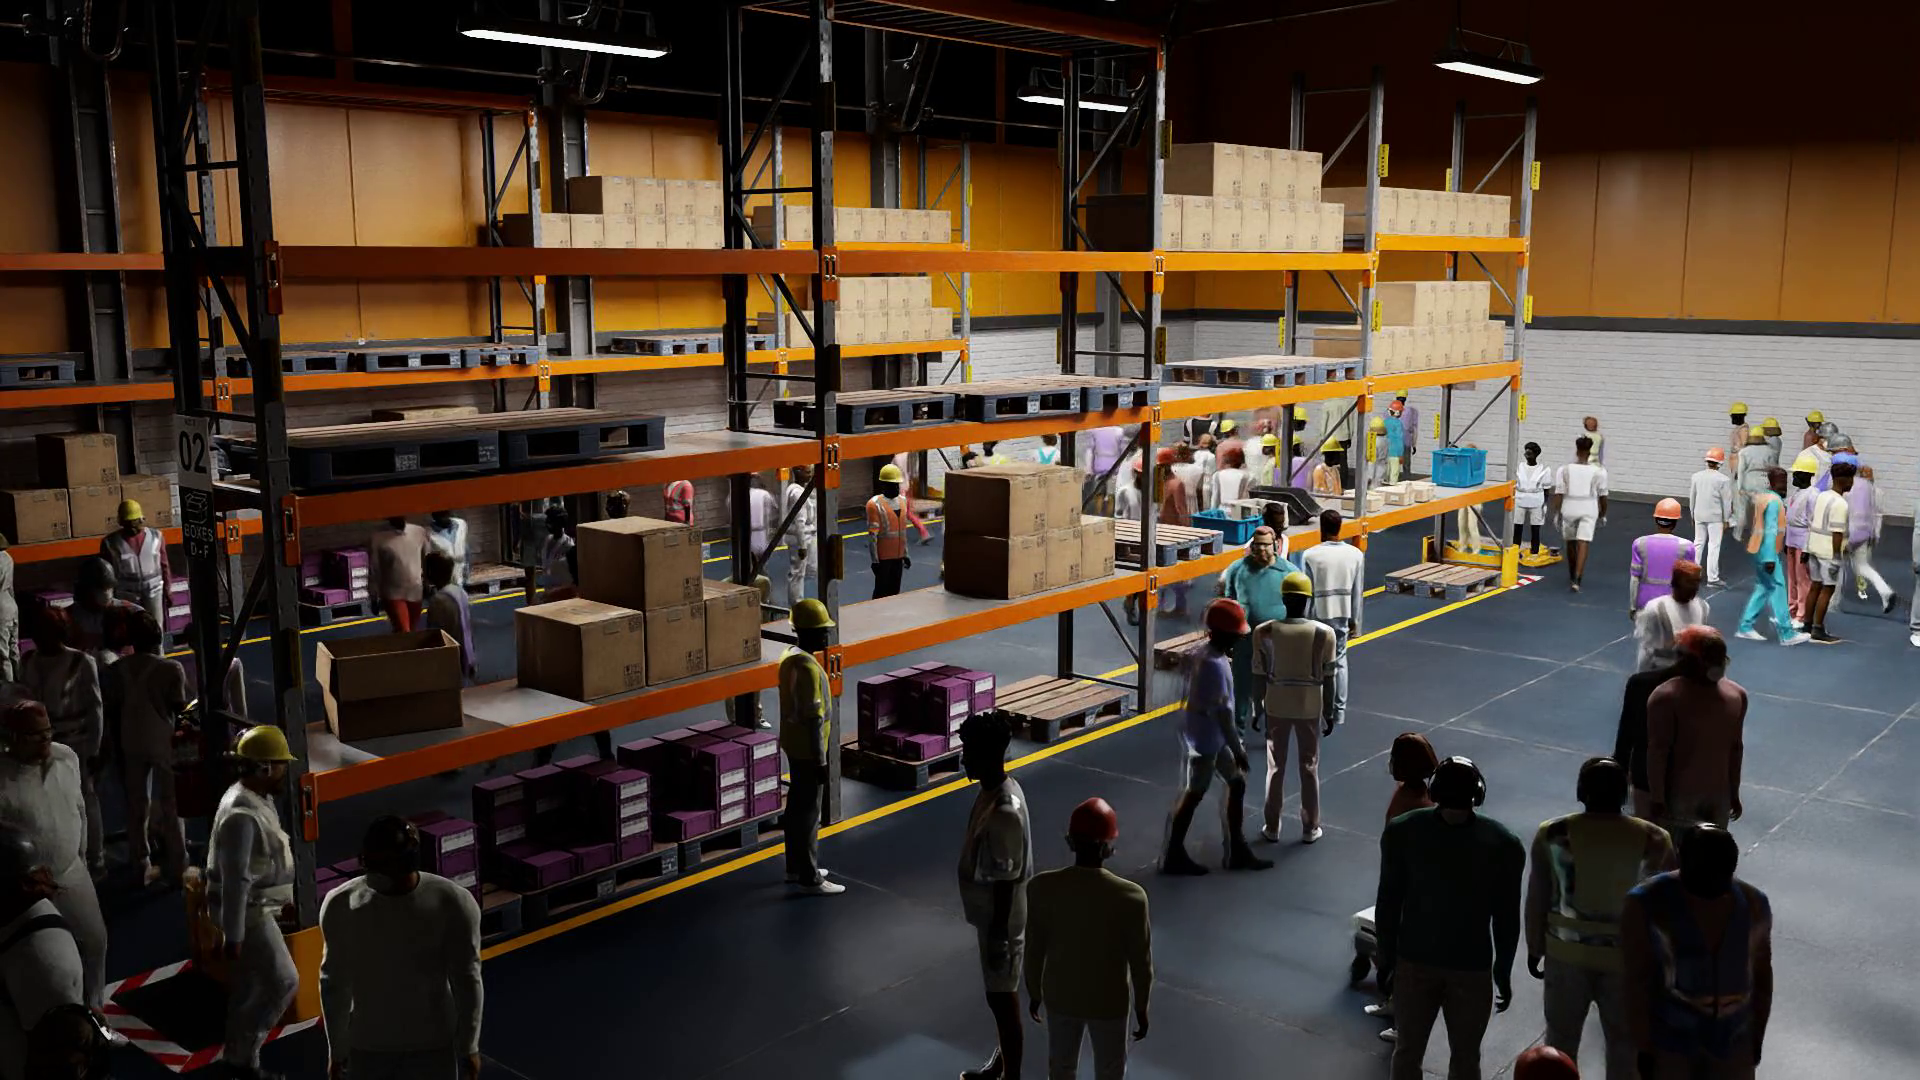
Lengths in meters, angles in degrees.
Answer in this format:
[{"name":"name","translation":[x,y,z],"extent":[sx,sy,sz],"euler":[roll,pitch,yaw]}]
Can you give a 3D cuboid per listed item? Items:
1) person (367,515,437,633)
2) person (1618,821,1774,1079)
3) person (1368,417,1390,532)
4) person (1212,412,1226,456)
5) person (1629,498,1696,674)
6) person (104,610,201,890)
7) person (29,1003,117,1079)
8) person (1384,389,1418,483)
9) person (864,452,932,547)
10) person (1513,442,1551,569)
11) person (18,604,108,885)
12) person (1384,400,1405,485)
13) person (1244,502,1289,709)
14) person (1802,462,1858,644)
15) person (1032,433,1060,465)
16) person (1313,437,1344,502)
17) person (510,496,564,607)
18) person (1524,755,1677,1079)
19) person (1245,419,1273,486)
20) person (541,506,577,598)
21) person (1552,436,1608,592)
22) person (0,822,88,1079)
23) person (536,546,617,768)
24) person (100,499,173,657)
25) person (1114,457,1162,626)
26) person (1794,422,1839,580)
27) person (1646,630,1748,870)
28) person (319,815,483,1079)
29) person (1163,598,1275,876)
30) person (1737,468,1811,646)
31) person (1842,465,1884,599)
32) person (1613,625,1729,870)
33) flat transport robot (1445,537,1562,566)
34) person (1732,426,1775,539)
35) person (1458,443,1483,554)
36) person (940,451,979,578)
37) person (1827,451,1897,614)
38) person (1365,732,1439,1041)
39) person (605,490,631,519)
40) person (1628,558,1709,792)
[{"name":"person","translation":[-5.283,0.485,15.645],"extent":[0.935,1.965,0.600],"euler":[8,13,41]},{"name":"person","translation":[3.003,2.036,6.772],"extent":[0.634,1.830,0.506],"euler":[1,10,4]},{"name":"person","translation":[6.275,-0.987,25.071],"extent":[0.325,1.740,0.492],"euler":[9,13,43]},{"name":"person","translation":[4.949,-2.149,31.640],"extent":[0.323,1.865,0.518],"euler":[0,10,1]},{"name":"person","translation":[6.379,0.578,15.139],"extent":[0.547,1.938,0.359],"euler":[5,11,27]},{"name":"person","translation":[-5.226,1.362,10.771],"extent":[0.505,1.839,0.346],"euler":[0,10,1]},{"name":"person","translation":[-2.560,2.287,4.936],"extent":[0.627,1.940,0.372],"euler":[0,10,-3]},{"name":"person","translation":[7.544,-1.659,28.526],"extent":[0.585,1.929,0.377],"euler":[2,10,9]},{"name":"person","translation":[-0.864,-0.731,23.677],"extent":[0.915,1.696,0.509],"euler":[2,10,10]},{"name":"person","translation":[7.557,-0.466,22.102],"extent":[0.530,1.693,0.321],"euler":[5,11,27]},{"name":"person","translation":[-5.823,1.337,10.771],"extent":[0.583,1.882,0.347],"euler":[2,10,12]},{"name":"person","translation":[7.279,-1.465,27.882],"extent":[0.328,1.753,0.560],"euler":[-3,10,-18]},{"name":"person","translation":[2.782,0.591,15.171],"extent":[0.395,1.907,0.601],"euler":[9,13,42]},{"name":"person","translation":[9.306,0.127,17.793],"extent":[0.394,1.956,0.632],"euler":[1,10,7]},{"name":"person","translation":[1.209,-0.656,22.932],"extent":[0.523,1.804,0.951],"euler":[4,10,21]},{"name":"person","translation":[4.517,-0.306,20.440],"extent":[0.359,1.930,0.587],"euler":[5,11,28]},{"name":"person","translation":[-4.710,-0.042,18.517],"extent":[0.613,2.048,0.362],"euler":[1,10,8]},{"name":"person","translation":[2.911,1.892,7.630],"extent":[0.632,1.837,0.430],"euler":[3,10,15]},{"name":"person","translation":[4.168,-0.747,23.179],"extent":[0.489,1.892,0.662],"euler":[-2,10,-11]},{"name":"person","translation":[-3.921,0.506,16.288],"extent":[0.315,1.696,0.541],"euler":[-9,13,-43]},{"name":"person","translation":[7.698,-0.327,20.664],"extent":[0.636,1.923,1.033],"euler":[5,11,27]},{"name":"person","translation":[-3.518,2.030,6.167],"extent":[0.538,2.000,0.684],"euler":[-7,12,-38]},{"name":"person","translation":[-2.945,1.001,12.732],"extent":[0.660,1.912,1.017],"euler":[3,10,19]},{"name":"person","translation":[-7.883,0.506,15.947],"extent":[0.597,1.819,0.404],"euler":[-7,12,-36]},{"name":"person","translation":[1.990,-0.025,18.855],"extent":[0.571,1.912,0.801],"euler":[-1,10,-7]},{"name":"person","translation":[11.056,-0.507,21.309],"extent":[0.684,2.000,0.536],"euler":[-3,10,-18]},{"name":"person","translation":[4.310,1.480,9.750],"extent":[0.632,1.940,0.372],"euler":[-2,10,-14]},{"name":"person","translation":[-2.210,2.008,6.614],"extent":[0.627,1.936,0.374],"euler":[-1,10,-4]},{"name":"person","translation":[1.747,1.306,10.909],"extent":[0.868,1.891,0.552],"euler":[2,10,10]},{"name":"person","translation":[8.754,0.176,17.796],"extent":[0.713,1.853,0.674],"euler":[4,10,25]},{"name":"person","translation":[10.855,-0.102,20.104],"extent":[0.499,1.633,0.279],"euler":[5,11,27]},{"name":"person","translation":[4.217,1.455,9.895],"extent":[0.643,1.962,0.374],"euler":[4,10,21]},{"name":"flat transport robot","translation":[7.394,0.141,22.715],"extent":[0.652,0.197,1.431],"euler":[-8,13,-42]},{"name":"person","translation":[11.458,-0.787,24.003],"extent":[0.505,1.705,0.869],"euler":[3,10,16]},{"name":"person","translation":[6.880,-0.508,22.552],"extent":[0.289,1.628,0.593],"euler":[-4,10,-24]},{"name":"person","translation":[0.024,-0.334,21.528],"extent":[0.542,1.631,0.970],"euler":[4,10,22]},{"name":"person","translation":[10.309,-0.058,19.069],"extent":[0.628,1.903,0.827],"euler":[-4,10,-23]},{"name":"person","translation":[2.339,1.803,8.735],"extent":[0.285,1.633,0.500],"euler":[0,10,0]},{"name":"person","translation":[-3.331,0.420,16.358],"extent":[0.345,1.846,0.508],"euler":[-8,12,-39]},{"name":"person","translation":[5.374,1.055,12.558],"extent":[0.598,1.889,0.526],"euler":[-3,10,-17]}]
